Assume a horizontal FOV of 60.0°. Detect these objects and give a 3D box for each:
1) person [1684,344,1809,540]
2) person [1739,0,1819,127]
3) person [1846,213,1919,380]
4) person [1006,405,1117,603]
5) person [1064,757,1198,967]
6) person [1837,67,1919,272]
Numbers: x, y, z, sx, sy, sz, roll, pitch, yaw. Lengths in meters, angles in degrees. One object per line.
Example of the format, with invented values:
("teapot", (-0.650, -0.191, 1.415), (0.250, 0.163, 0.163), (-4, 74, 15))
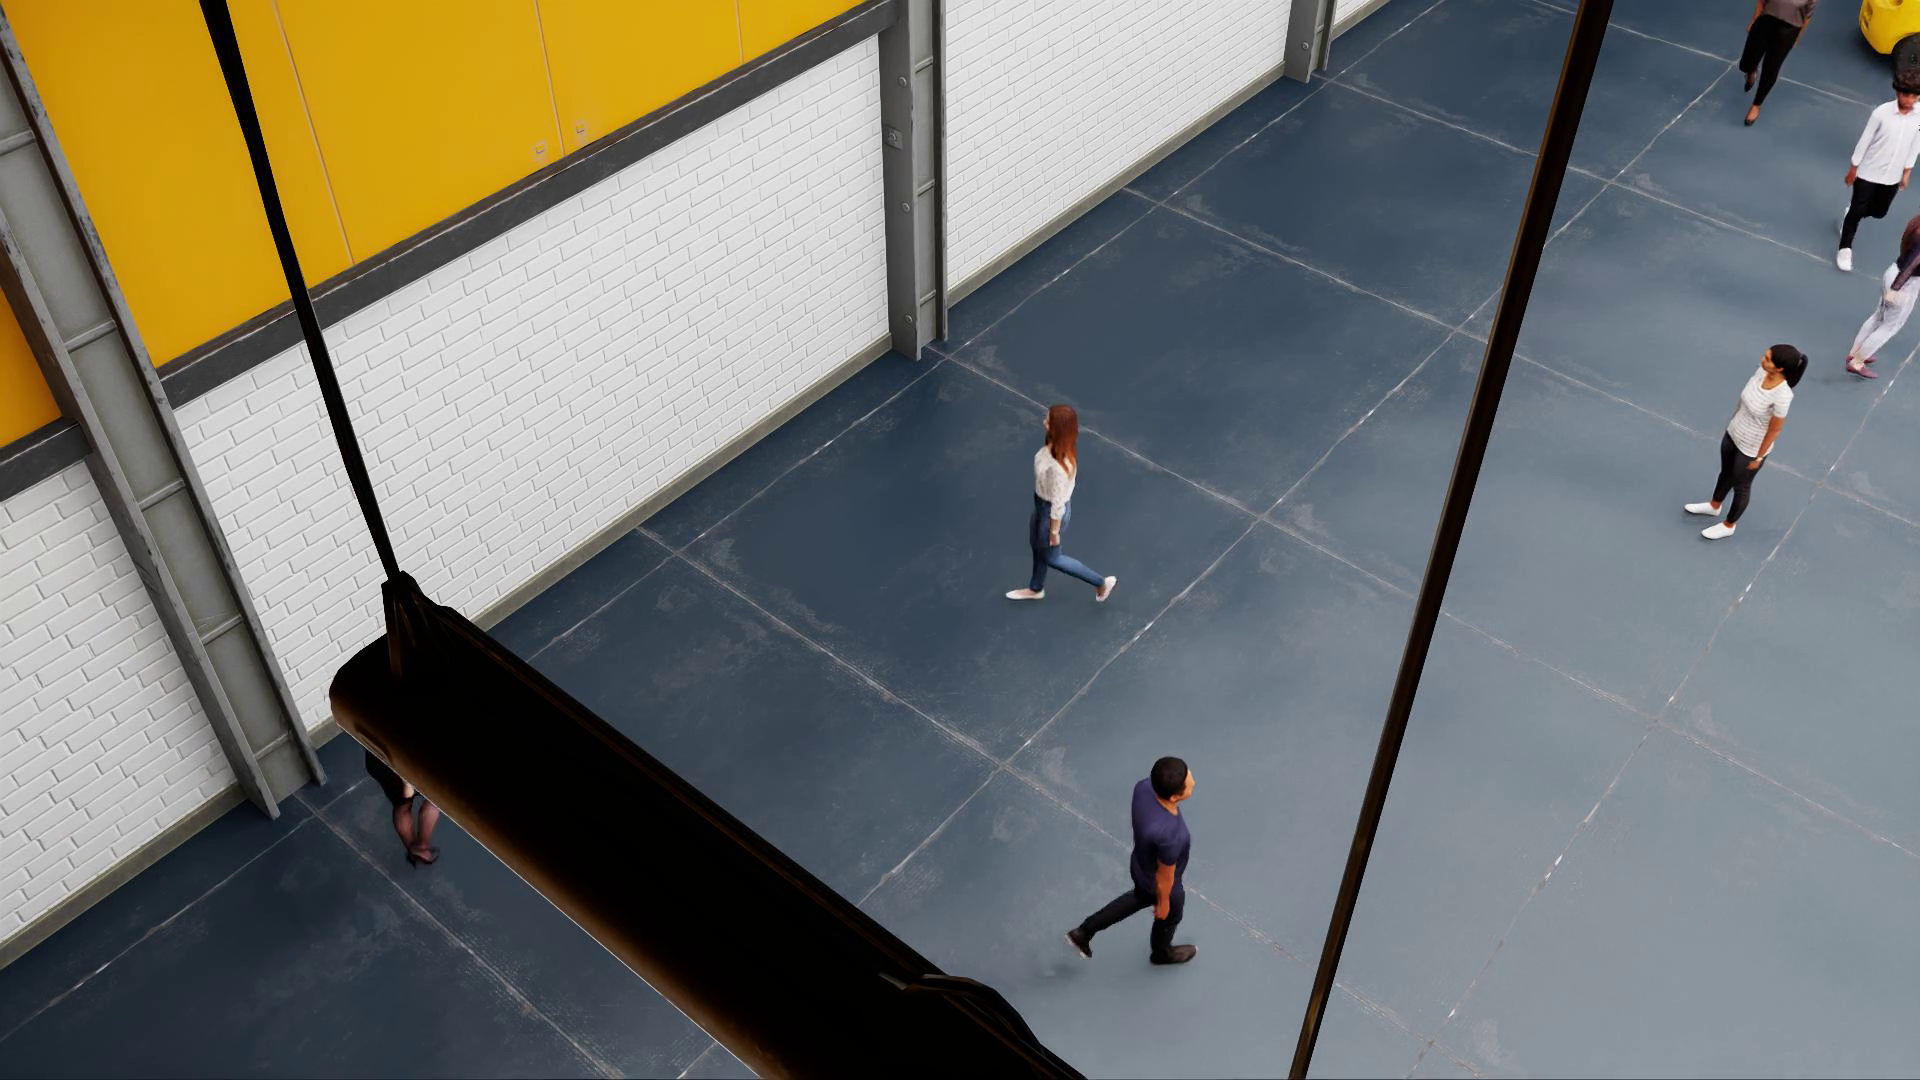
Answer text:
("person", (5.478, -0.698, 11.517), (0.703, 1.642, 0.638), (-3, 44, -3))
("person", (7.736, -4.850, 15.741), (0.747, 1.828, 0.886), (21, 47, 20))
("person", (7.271, -1.970, 12.901), (0.811, 1.577, 0.655), (22, 48, 21))
("person", (0.692, -0.189, 10.932), (0.985, 1.713, 0.997), (3, 44, 3))
("person", (0.961, 1.767, 8.833), (1.102, 1.776, 0.997), (-8, 44, -8))
("person", (7.751, -3.168, 13.996), (0.903, 1.800, 1.020), (3, 44, 3))
